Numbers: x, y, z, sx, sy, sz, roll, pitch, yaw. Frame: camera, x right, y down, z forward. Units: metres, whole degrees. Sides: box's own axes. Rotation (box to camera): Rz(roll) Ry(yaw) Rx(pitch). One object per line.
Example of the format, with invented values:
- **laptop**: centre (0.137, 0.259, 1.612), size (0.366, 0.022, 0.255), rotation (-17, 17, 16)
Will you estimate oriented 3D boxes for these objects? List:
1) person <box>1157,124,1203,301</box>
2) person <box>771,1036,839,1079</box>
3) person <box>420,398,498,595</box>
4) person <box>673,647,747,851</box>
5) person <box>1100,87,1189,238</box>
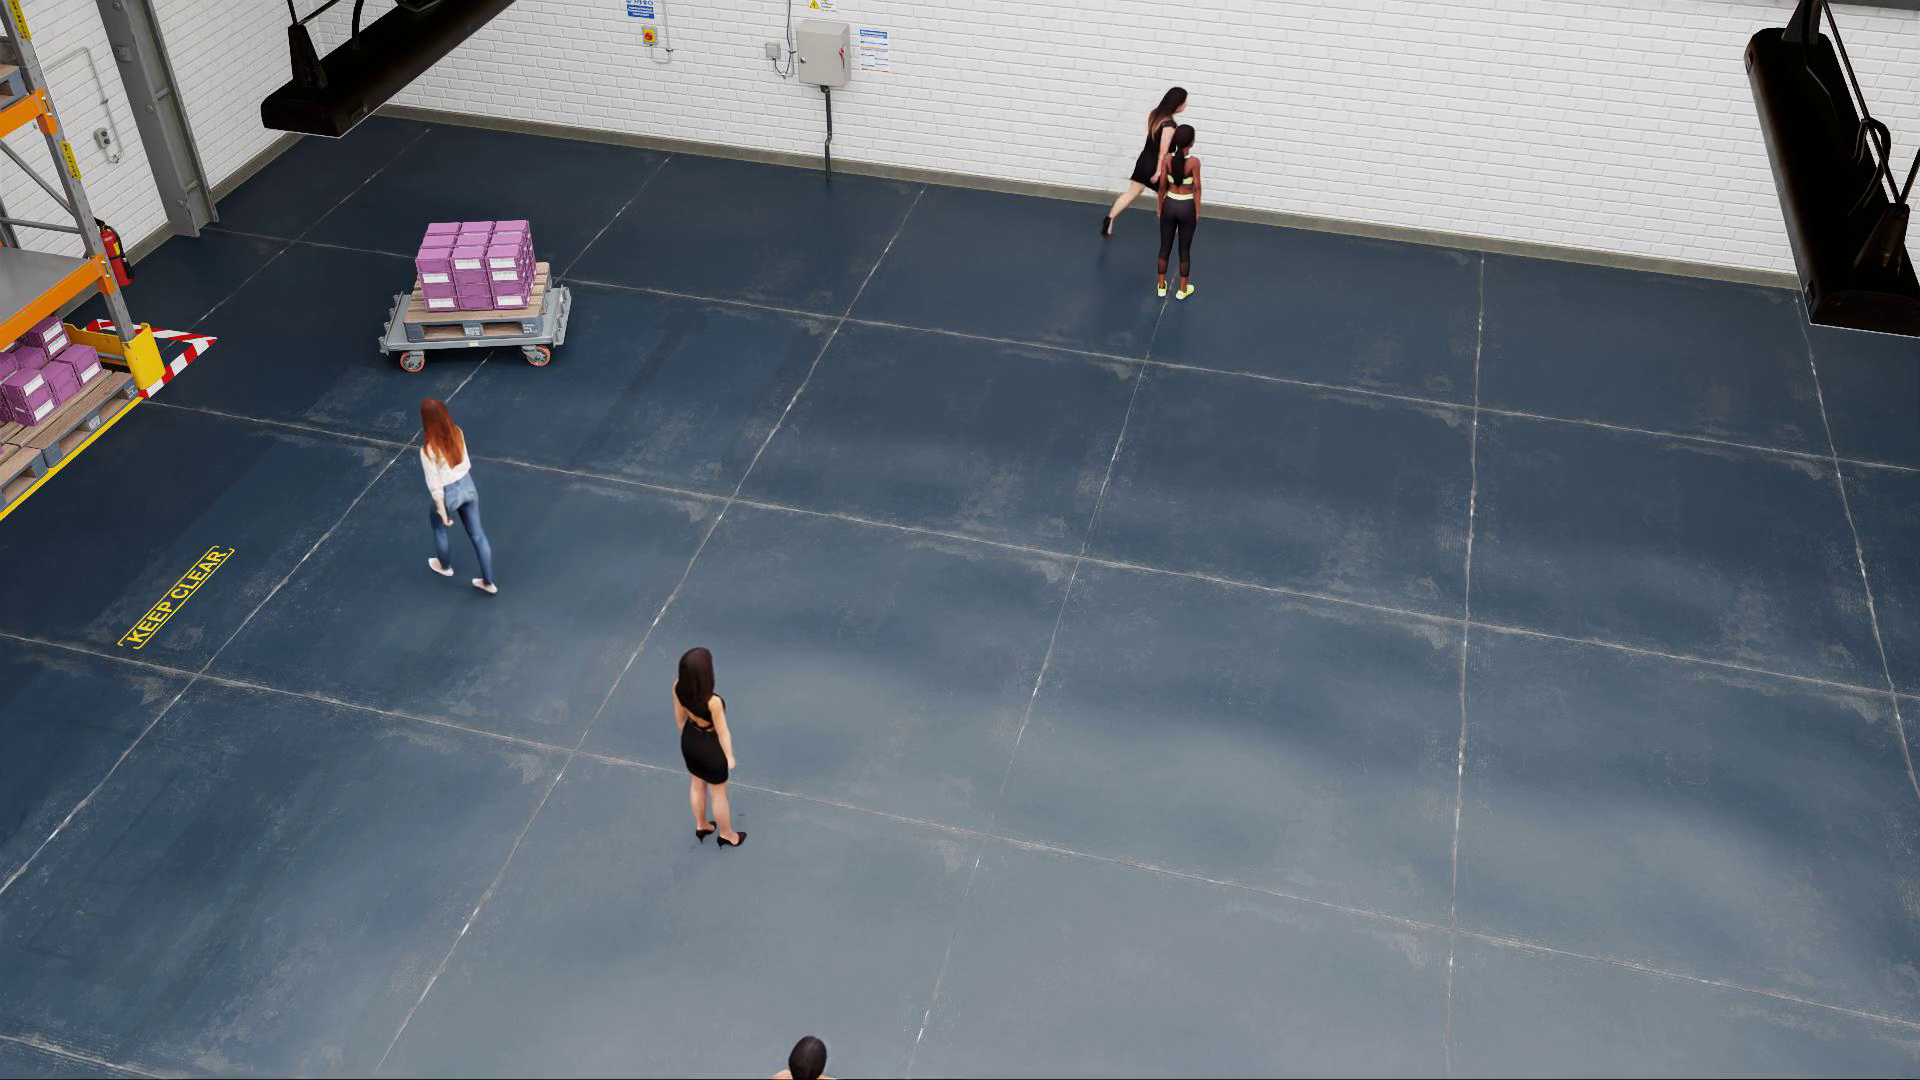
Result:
- **person**: centre (2.087, -3.132, 15.922), size (0.583, 1.755, 0.537), rotation (14, 41, 17)
- **person**: centre (-0.690, 3.029, 8.154), size (0.585, 1.822, 0.507), rotation (9, 40, 11)
- **person**: centre (-3.713, -0.295, 12.410), size (0.886, 1.705, 0.934), rotation (30, 47, 32)
- **person**: centre (-1.603, 1.321, 10.430), size (0.609, 1.650, 0.582), rotation (22, 44, 26)
- **person**: centre (1.868, -3.698, 16.724), size (1.148, 1.639, 1.222), rotation (-13, 40, -15)
